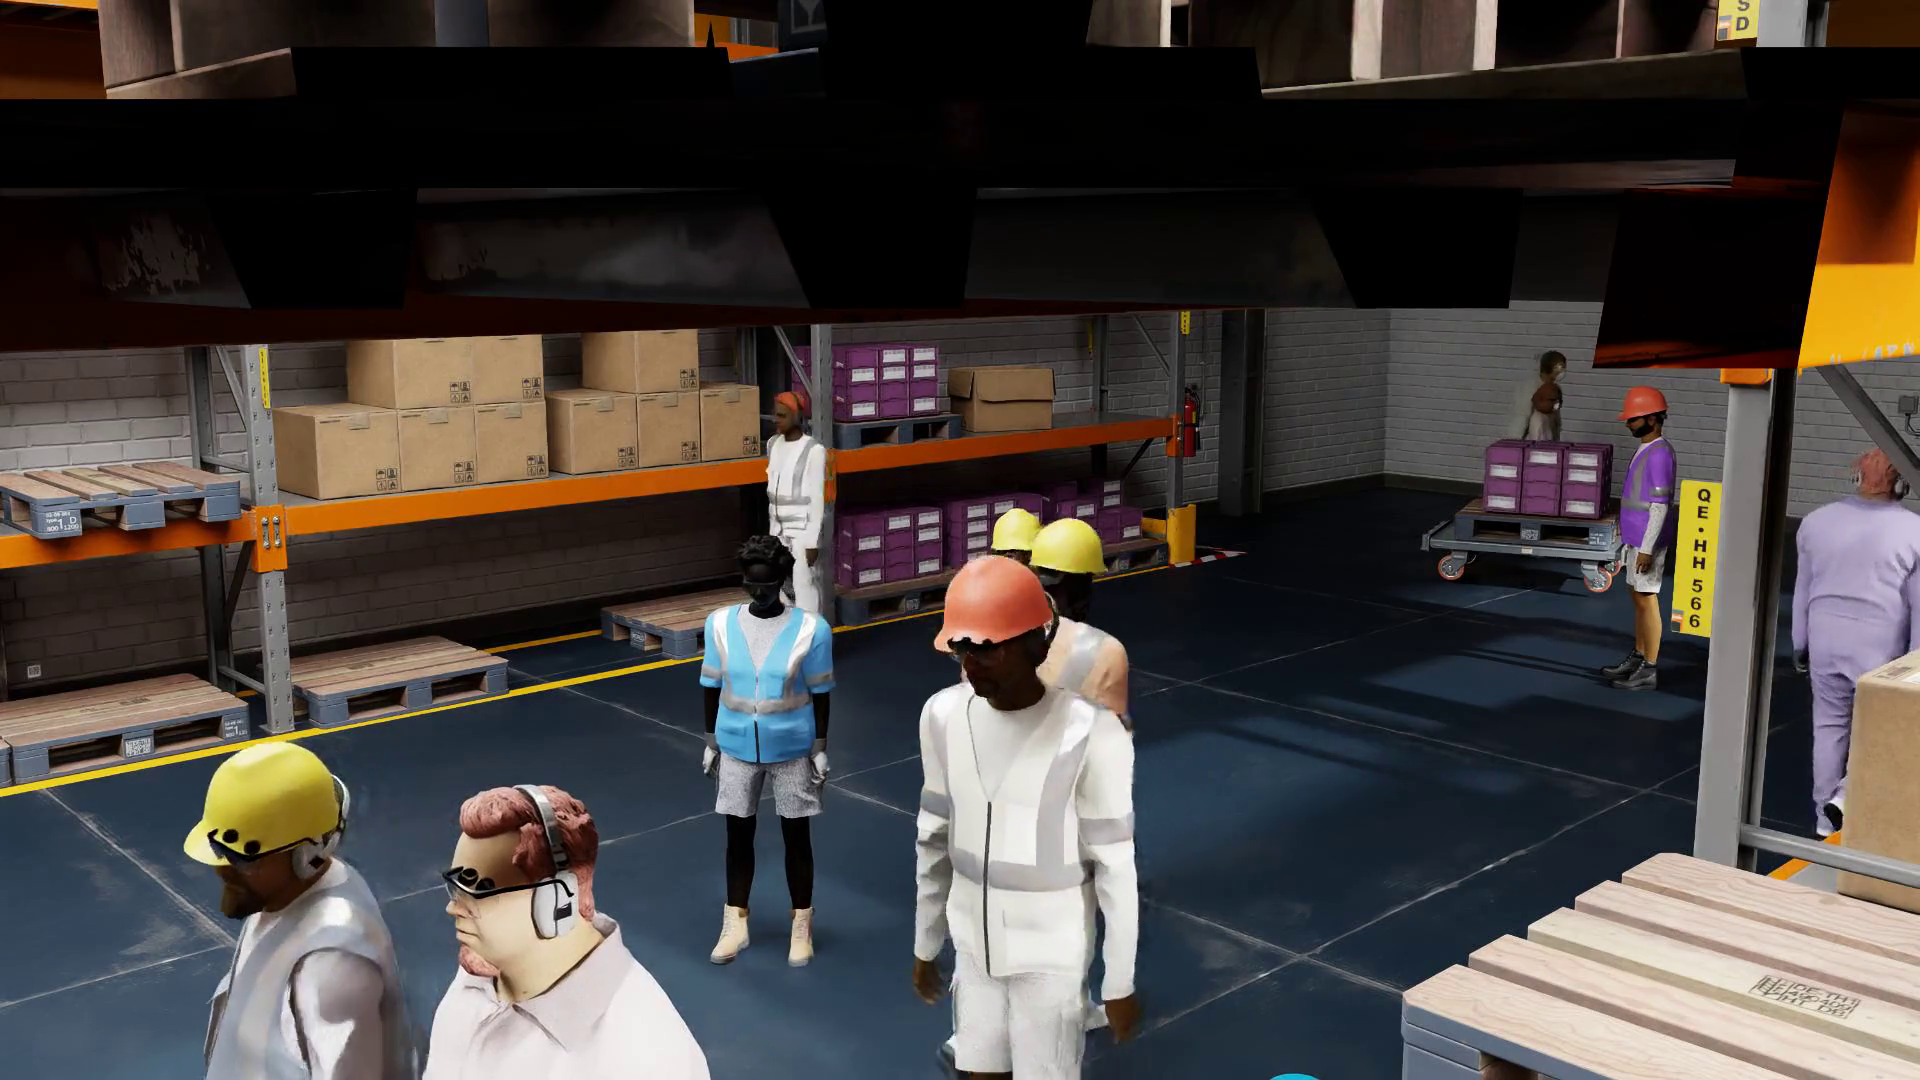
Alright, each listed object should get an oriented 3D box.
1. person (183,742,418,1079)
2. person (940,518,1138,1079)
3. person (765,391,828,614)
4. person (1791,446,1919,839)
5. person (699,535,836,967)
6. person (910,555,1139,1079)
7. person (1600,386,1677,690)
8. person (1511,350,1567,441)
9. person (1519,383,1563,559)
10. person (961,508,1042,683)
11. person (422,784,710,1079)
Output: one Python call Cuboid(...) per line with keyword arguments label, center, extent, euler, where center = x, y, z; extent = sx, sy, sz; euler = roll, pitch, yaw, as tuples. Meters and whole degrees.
Cuboid(label="person", center=(-1.313, 1.268, 3.376), extent=(0.418, 1.814, 0.658), euler=(-5, 11, -25))
Cuboid(label="person", center=(0.262, 0.870, 5.493), extent=(0.893, 1.889, 0.577), euler=(-8, 13, -41))
Cuboid(label="person", center=(-1.101, -0.039, 10.861), extent=(0.417, 1.870, 0.613), euler=(-9, 13, -42))
Cuboid(label="person", center=(4.108, 0.507, 7.625), extent=(0.542, 1.893, 0.658), euler=(-8, 12, -38))
Cuboid(label="person", center=(-0.746, 0.808, 6.421), extent=(0.529, 1.694, 0.321), euler=(1, 10, 7))
Cuboid(label="person", center=(0.179, 1.017, 4.251), extent=(0.640, 2.017, 0.577), euler=(7, 12, 36))
Cuboid(label="person", center=(4.308, -0.010, 10.528), extent=(0.368, 1.929, 0.542), euler=(2, 10, 13))
Cuboid(label="person", center=(5.367, -0.859, 15.685), extent=(1.030, 1.886, 0.640), euler=(8, 13, 40))
Cuboid(label="person", center=(5.239, -0.613, 15.000), extent=(0.380, 1.610, 0.511), euler=(6, 12, 33))
Cuboid(label="person", center=(0.220, 0.750, 6.542), extent=(0.530, 1.772, 0.300), euler=(7, 12, 35))
Cuboid(label="person", center=(-0.691, 1.327, 2.757), extent=(0.406, 1.910, 0.639), euler=(-9, 13, -43))
